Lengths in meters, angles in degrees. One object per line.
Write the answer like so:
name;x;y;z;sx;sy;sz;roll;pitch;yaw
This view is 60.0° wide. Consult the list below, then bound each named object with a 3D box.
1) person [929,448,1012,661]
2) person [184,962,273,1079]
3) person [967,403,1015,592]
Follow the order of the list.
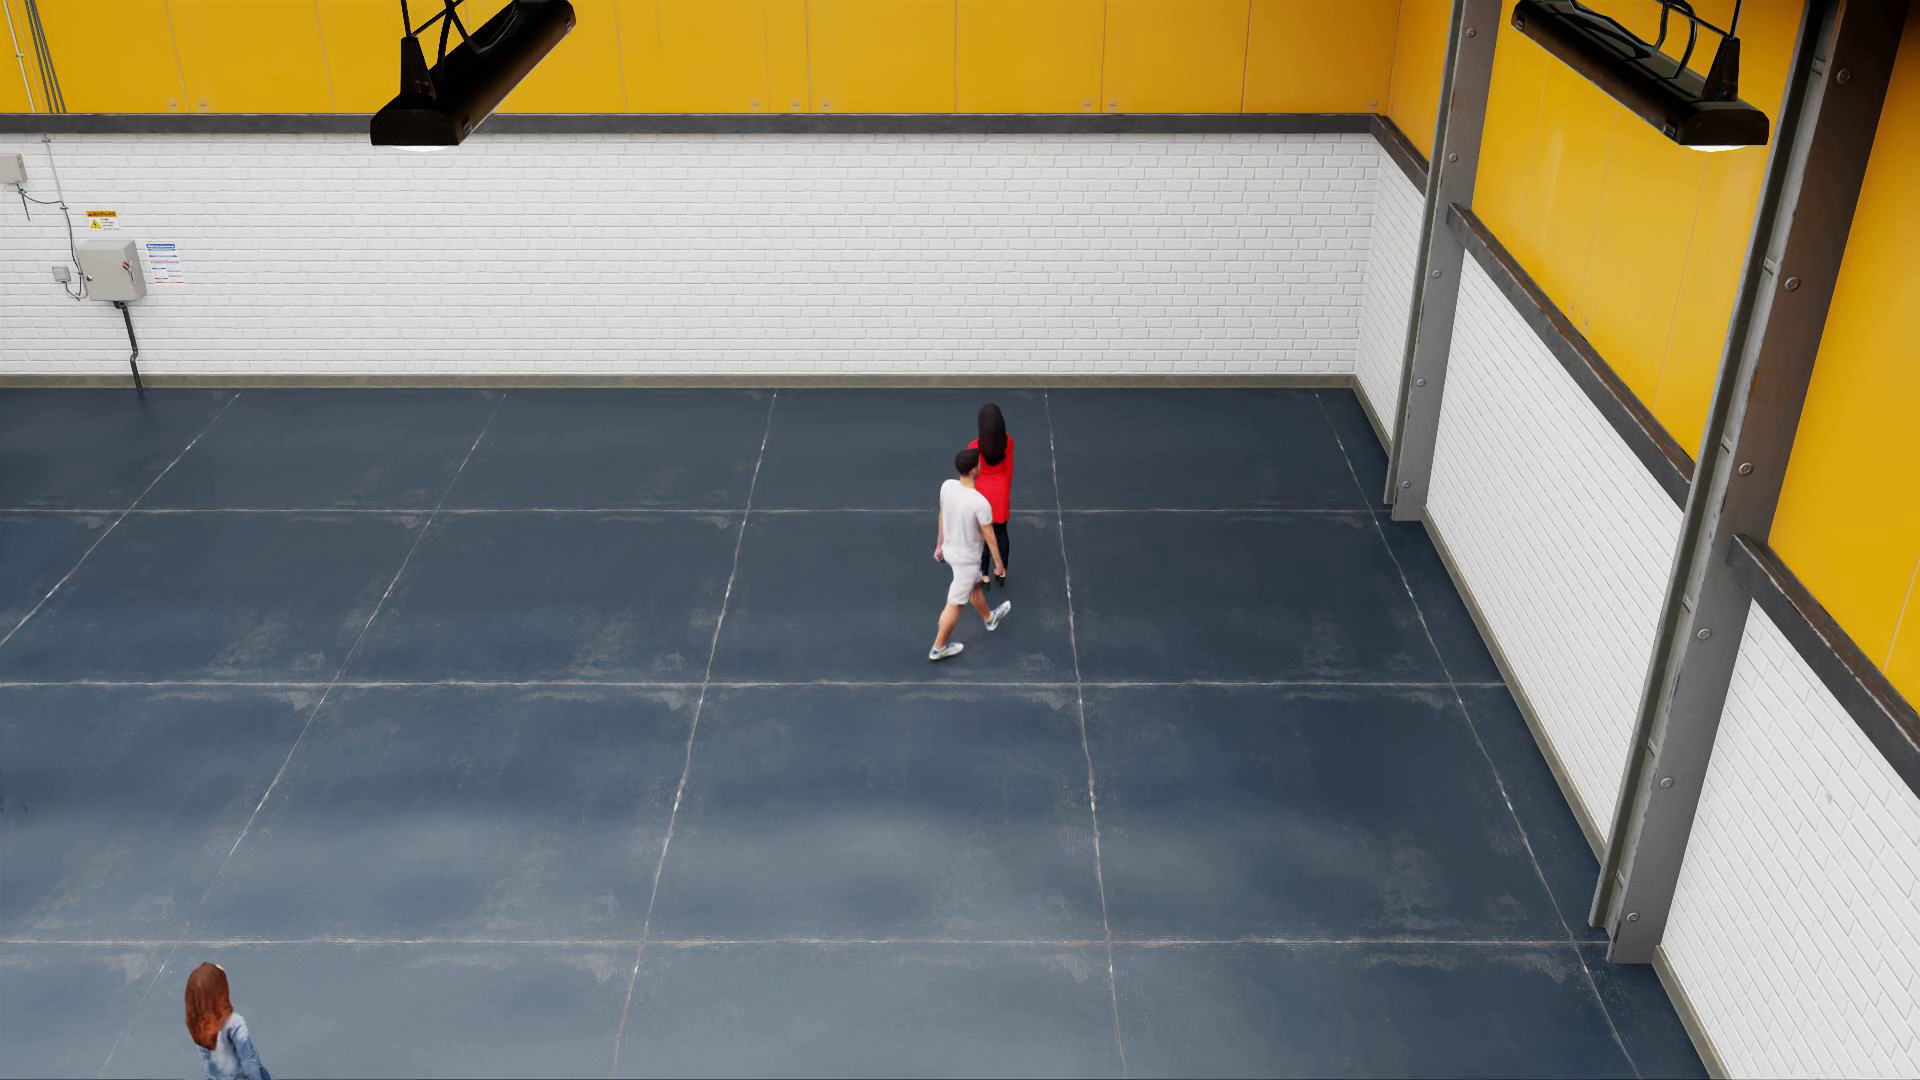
person;-0.047;0.161;13.283;1.186;1.808;1.192;-20;34;-32
person;-3.867;2.852;8.721;0.776;1.453;1.024;9;30;16
person;0.260;-0.369;14.314;0.719;1.751;0.747;-13;31;-23
